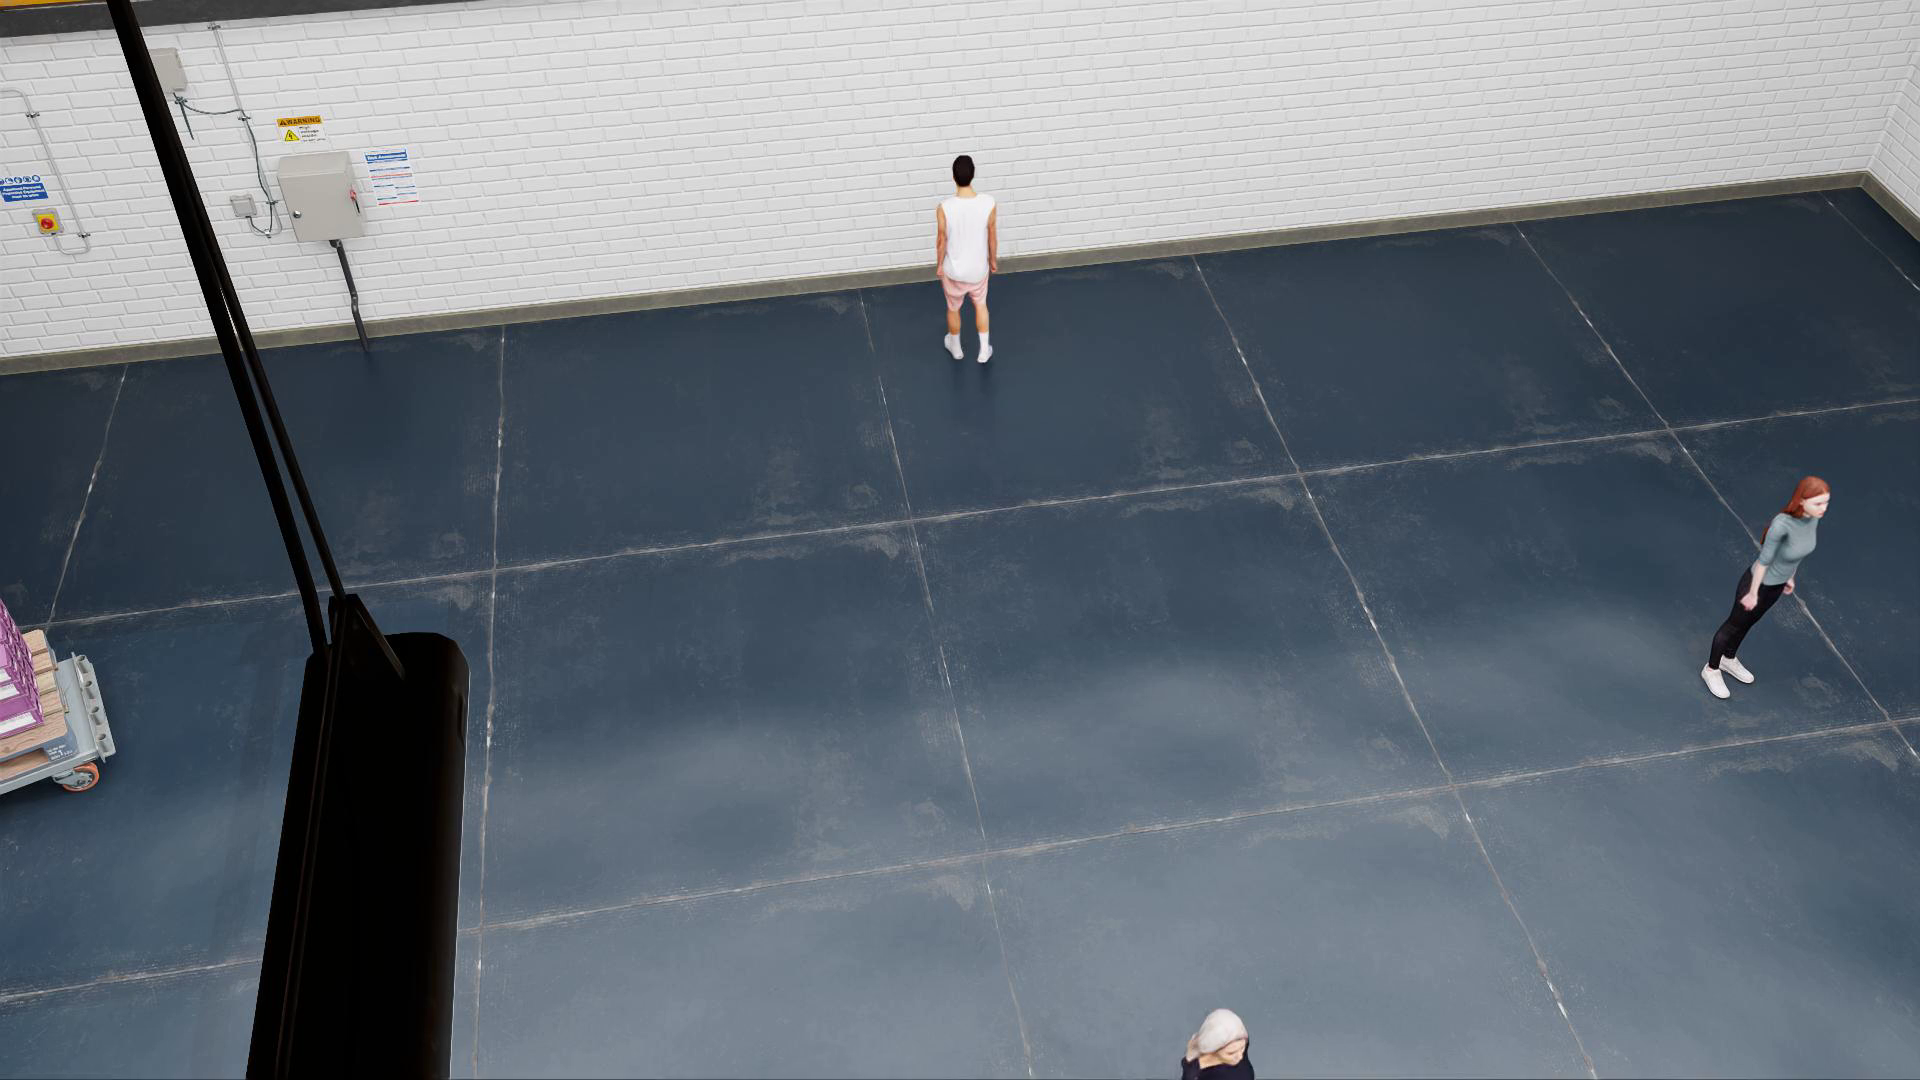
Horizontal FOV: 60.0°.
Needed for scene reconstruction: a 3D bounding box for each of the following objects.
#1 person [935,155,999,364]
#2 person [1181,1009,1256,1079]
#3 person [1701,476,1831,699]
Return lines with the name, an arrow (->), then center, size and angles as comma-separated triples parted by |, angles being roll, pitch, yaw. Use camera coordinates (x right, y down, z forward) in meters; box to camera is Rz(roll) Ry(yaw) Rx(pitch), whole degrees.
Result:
person -> 0.046, -2.155, 12.974 | 0.637, 1.791, 0.615 | -7, 44, -8
person -> 1.115, 2.707, 7.934 | 0.958, 1.702, 1.235 | -27, 50, -26
person -> 5.071, 0.271, 10.462 | 0.646, 1.742, 0.642 | -21, 47, -21
